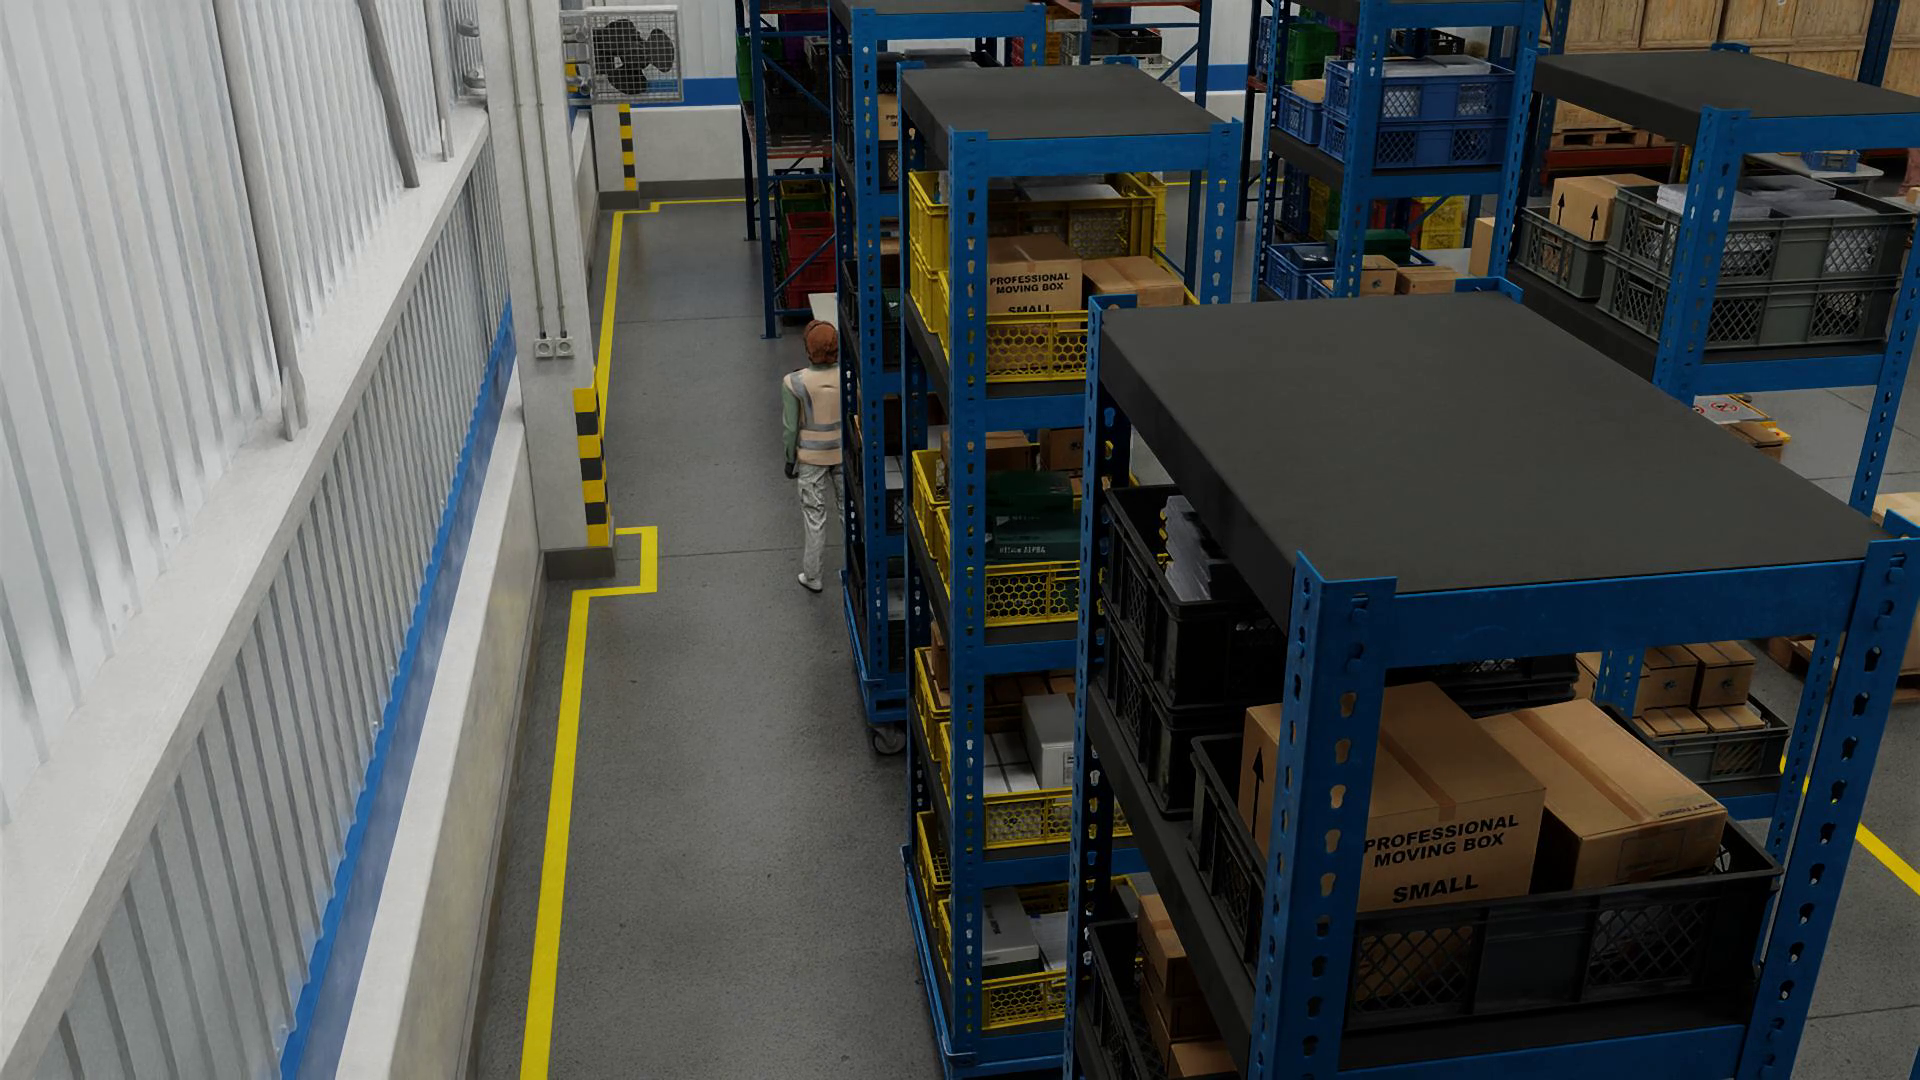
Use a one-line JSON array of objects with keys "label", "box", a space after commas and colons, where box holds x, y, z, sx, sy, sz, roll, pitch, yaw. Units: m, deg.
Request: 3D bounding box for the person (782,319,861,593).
[{"label": "person", "box": [-0.775, -0.479, 9.678, 0.522, 1.640, 0.306, -10, 26, -20]}]

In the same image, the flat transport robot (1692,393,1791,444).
[{"label": "flat transport robot", "box": [5.224, -0.859, 12.132, 1.431, 0.197, 0.652, -4, 25, -8]}]

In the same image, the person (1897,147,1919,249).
[{"label": "person", "box": [9.837, -3.918, 16.867, 0.411, 1.894, 0.660, 10, 26, 20]}]

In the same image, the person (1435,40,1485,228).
[{"label": "person", "box": [5.286, -4.310, 17.656, 0.355, 1.936, 0.635, 2, 25, 4]}]

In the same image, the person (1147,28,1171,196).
[{"label": "person", "box": [2.138, -4.819, 18.827, 0.574, 1.883, 0.355, 7, 26, 16]}]

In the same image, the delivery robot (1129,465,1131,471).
[{"label": "delivery robot", "box": [0.891, -0.530, 10.973, 0.477, 0.478, 0.707, -3, 25, -7]}]
